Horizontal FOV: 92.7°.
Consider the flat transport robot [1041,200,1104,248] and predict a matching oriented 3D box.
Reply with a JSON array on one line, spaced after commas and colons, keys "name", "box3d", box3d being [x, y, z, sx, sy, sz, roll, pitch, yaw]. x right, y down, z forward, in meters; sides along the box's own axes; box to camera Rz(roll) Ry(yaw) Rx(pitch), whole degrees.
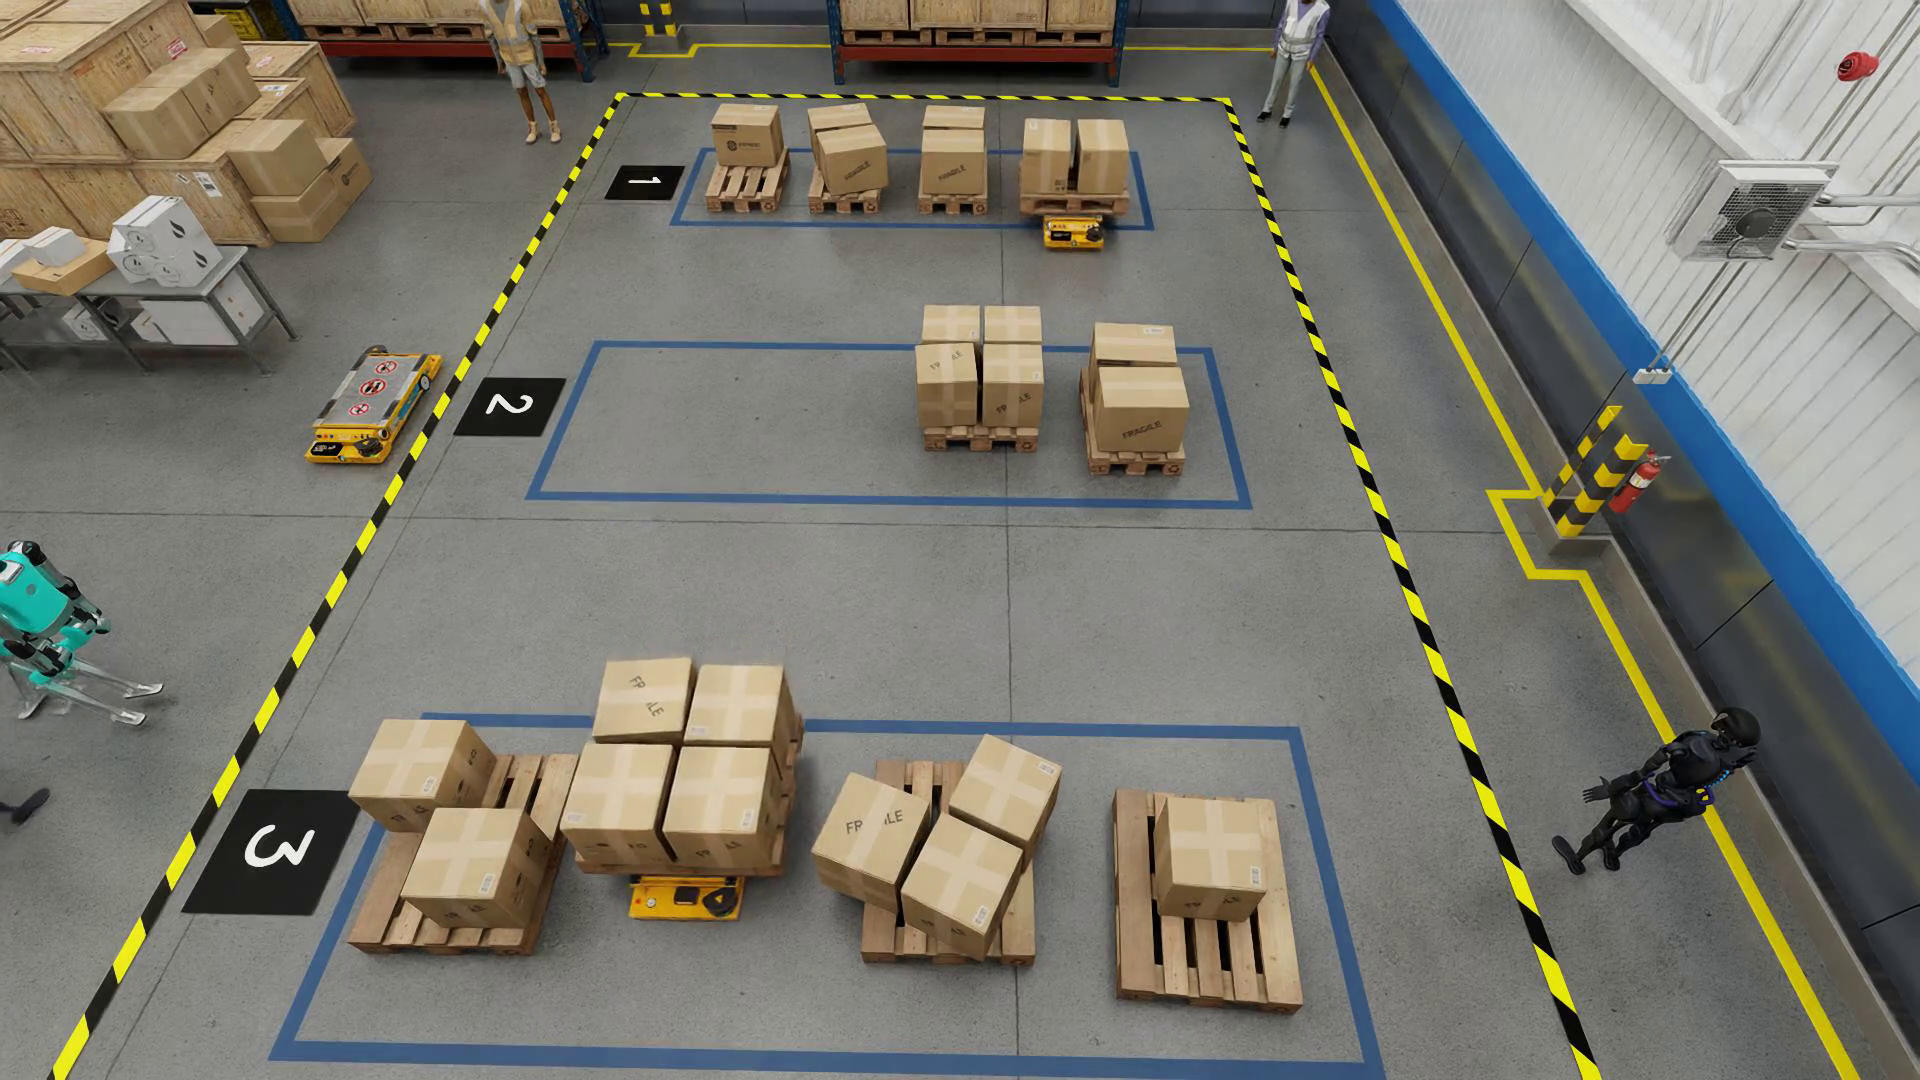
[{"name": "flat transport robot", "box3d": [1.280, -3.868, 10.622, 0.652, 0.197, 1.431, 1, 50, 1]}]

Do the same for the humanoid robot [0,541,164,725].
[{"name": "humanoid robot", "box3d": [-5.855, 0.605, 5.805, 0.735, 1.677, 0.533, 0, 50, 0]}]

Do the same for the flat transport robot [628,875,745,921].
[{"name": "flat transport robot", "box3d": [-1.652, 1.690, 5.919, 0.652, 0.197, 1.431, 1, 50, 1]}]

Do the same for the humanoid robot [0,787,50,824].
[{"name": "humanoid robot", "box3d": [-6.286, 1.377, 5.307, 0.585, 1.644, 0.693, 17, 52, 14]}]

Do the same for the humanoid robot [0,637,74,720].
[{"name": "humanoid robot", "box3d": [-6.479, 0.592, 5.904, 0.532, 1.801, 0.698, -3, 50, -3]}]

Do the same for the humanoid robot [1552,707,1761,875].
[{"name": "humanoid robot", "box3d": [3.955, 1.445, 5.212, 0.599, 1.657, 0.315, -1, 50, -1]}]

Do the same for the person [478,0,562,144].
[{"name": "person", "box3d": [-5.378, -5.879, 11.181, 0.603, 2.044, 0.372, -1, 50, -1]}]

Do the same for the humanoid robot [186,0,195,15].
[{"name": "humanoid robot", "box3d": [-10.110, -6.543, 11.989, 0.448, 1.641, 0.612, 8, 50, 6]}]

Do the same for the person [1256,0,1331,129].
[{"name": "person", "box3d": [4.222, -6.169, 11.561, 0.590, 1.834, 0.404, 31, 56, 24]}]

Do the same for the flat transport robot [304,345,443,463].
[{"name": "flat transport robot", "box3d": [-5.383, -1.269, 8.441, 0.659, 0.231, 1.431, 1, 50, 1]}]
